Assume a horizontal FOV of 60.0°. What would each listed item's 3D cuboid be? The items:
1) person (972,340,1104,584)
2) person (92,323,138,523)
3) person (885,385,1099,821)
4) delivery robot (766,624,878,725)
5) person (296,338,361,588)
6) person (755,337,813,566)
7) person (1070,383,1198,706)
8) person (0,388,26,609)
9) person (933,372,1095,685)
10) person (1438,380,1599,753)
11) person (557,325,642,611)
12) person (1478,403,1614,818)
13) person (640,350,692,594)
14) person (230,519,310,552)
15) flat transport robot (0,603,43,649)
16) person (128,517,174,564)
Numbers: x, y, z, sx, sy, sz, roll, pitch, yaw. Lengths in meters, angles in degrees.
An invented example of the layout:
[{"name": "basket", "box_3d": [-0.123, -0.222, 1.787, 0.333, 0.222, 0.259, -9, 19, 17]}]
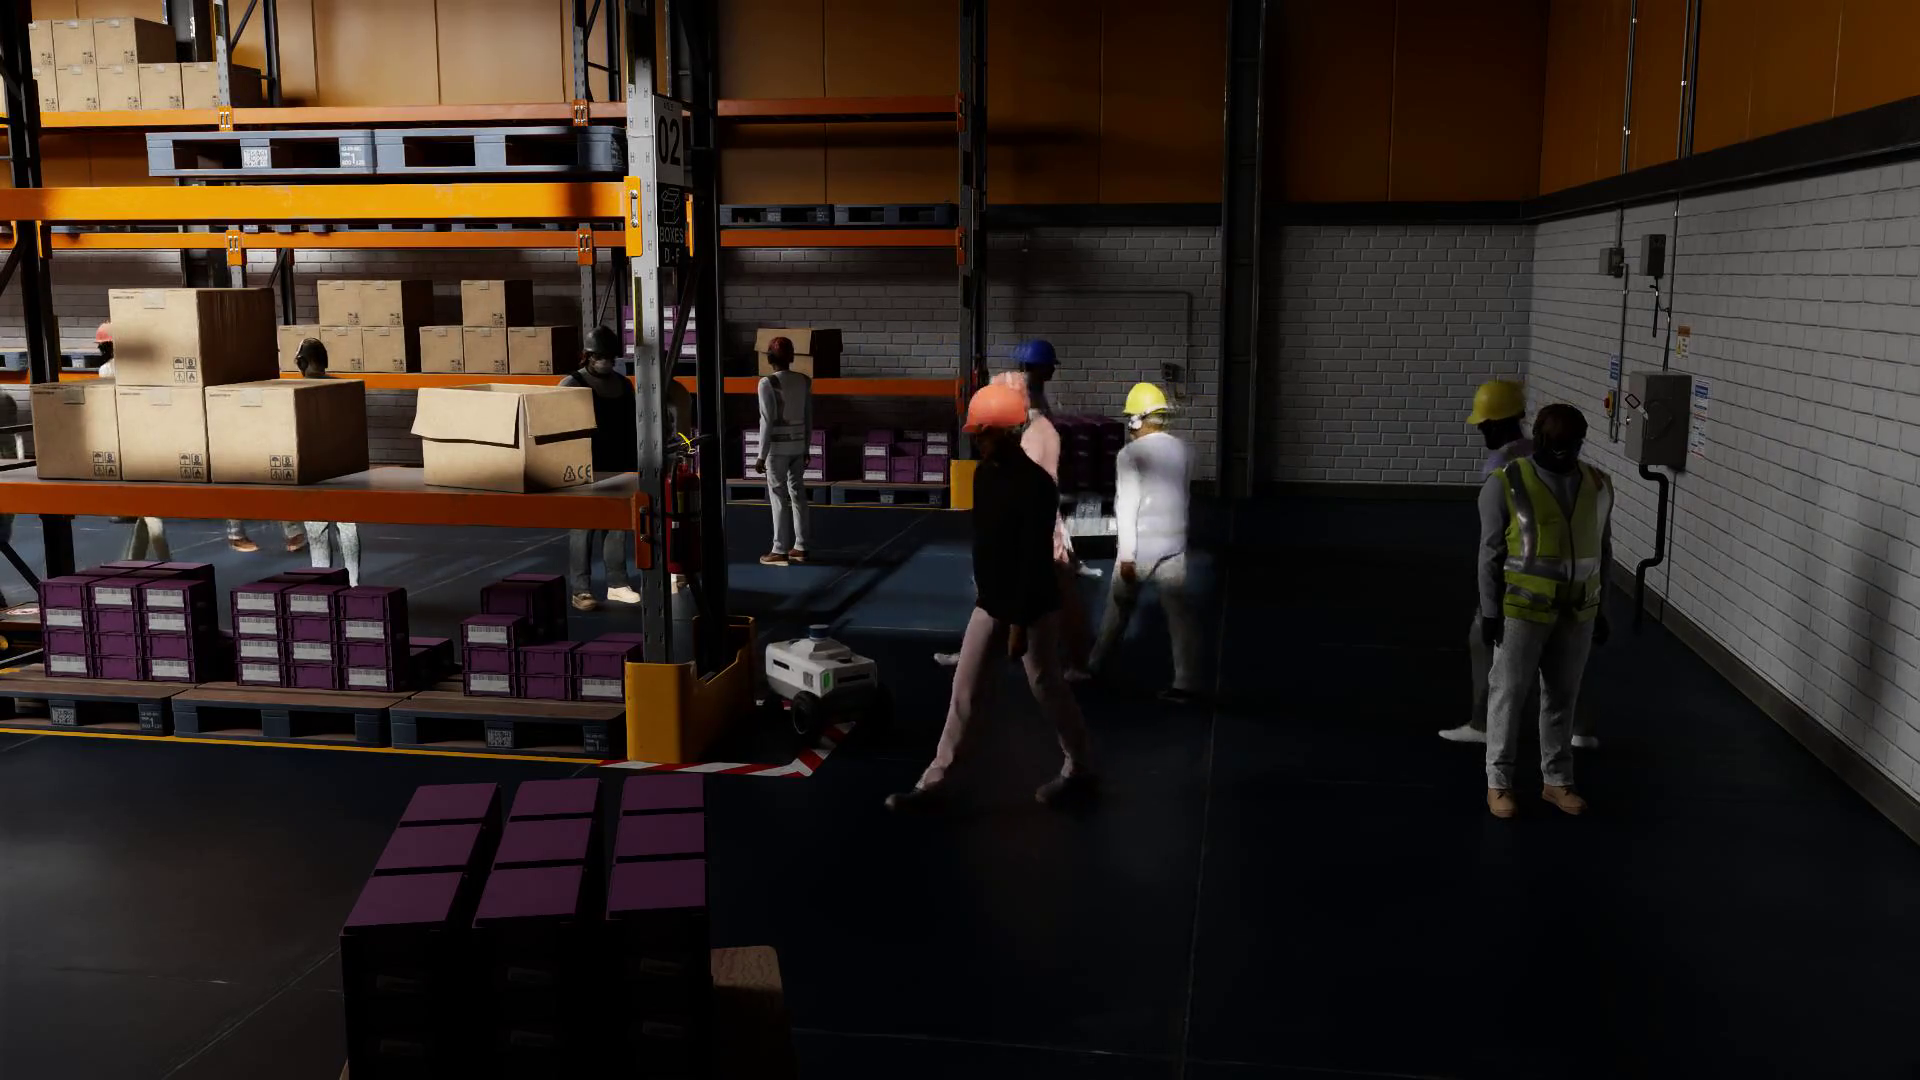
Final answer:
[{"name": "person", "box_3d": [0.562, -0.574, 12.722, 1.020, 1.891, 0.646, 1, 9, 9]}, {"name": "person", "box_3d": [-8.036, -1.104, 15.891, 0.403, 1.923, 0.578, 0, 9, 3]}, {"name": "person", "box_3d": [0.208, 0.281, 7.303, 1.072, 1.925, 0.625, -6, 11, -32]}, {"name": "delivery robot", "box_3d": [-0.735, 0.686, 8.737, 0.477, 0.478, 0.707, -6, 11, -33]}, {"name": "person", "box_3d": [-4.617, -0.490, 12.045, 0.354, 1.936, 0.635, 5, 11, 30]}, {"name": "person", "box_3d": [-1.450, -0.731, 13.702, 0.340, 1.882, 0.586, 7, 12, 39]}, {"name": "person", "box_3d": [1.034, 0.011, 9.407, 0.616, 1.782, 0.910, -7, 11, -36]}, {"name": "person", "box_3d": [-6.914, -0.419, 11.692, 0.847, 1.914, 0.643, 6, 11, 32]}, {"name": "person", "box_3d": [0.367, -0.061, 9.701, 1.032, 1.837, 0.661, 6, 11, 33]}, {"name": "person", "box_3d": [2.868, 0.145, 8.335, 0.646, 1.879, 0.700, -7, 12, -39]}, {"name": "person", "box_3d": [-2.537, -0.523, 11.932, 0.535, 2.000, 0.684, 8, 12, 40]}, {"name": "person", "box_3d": [2.601, 0.313, 7.371, 0.624, 1.840, 0.429, -1, 9, -8]}, {"name": "person", "box_3d": [-2.242, -0.518, 12.515, 0.429, 1.841, 0.634, 2, 9, 12]}, {"name": "person", "box_3d": [-5.947, -0.786, 14.162, 0.951, 1.840, 0.579, 5, 11, 30]}, {"name": "flat transport robot", "box_3d": [-5.661, 0.561, 10.678, 1.431, 0.197, 0.652, 1, 9, 8]}, {"name": "person", "box_3d": [-5.795, -0.435, 12.067, 0.985, 1.814, 0.540, 4, 10, 24]}]
